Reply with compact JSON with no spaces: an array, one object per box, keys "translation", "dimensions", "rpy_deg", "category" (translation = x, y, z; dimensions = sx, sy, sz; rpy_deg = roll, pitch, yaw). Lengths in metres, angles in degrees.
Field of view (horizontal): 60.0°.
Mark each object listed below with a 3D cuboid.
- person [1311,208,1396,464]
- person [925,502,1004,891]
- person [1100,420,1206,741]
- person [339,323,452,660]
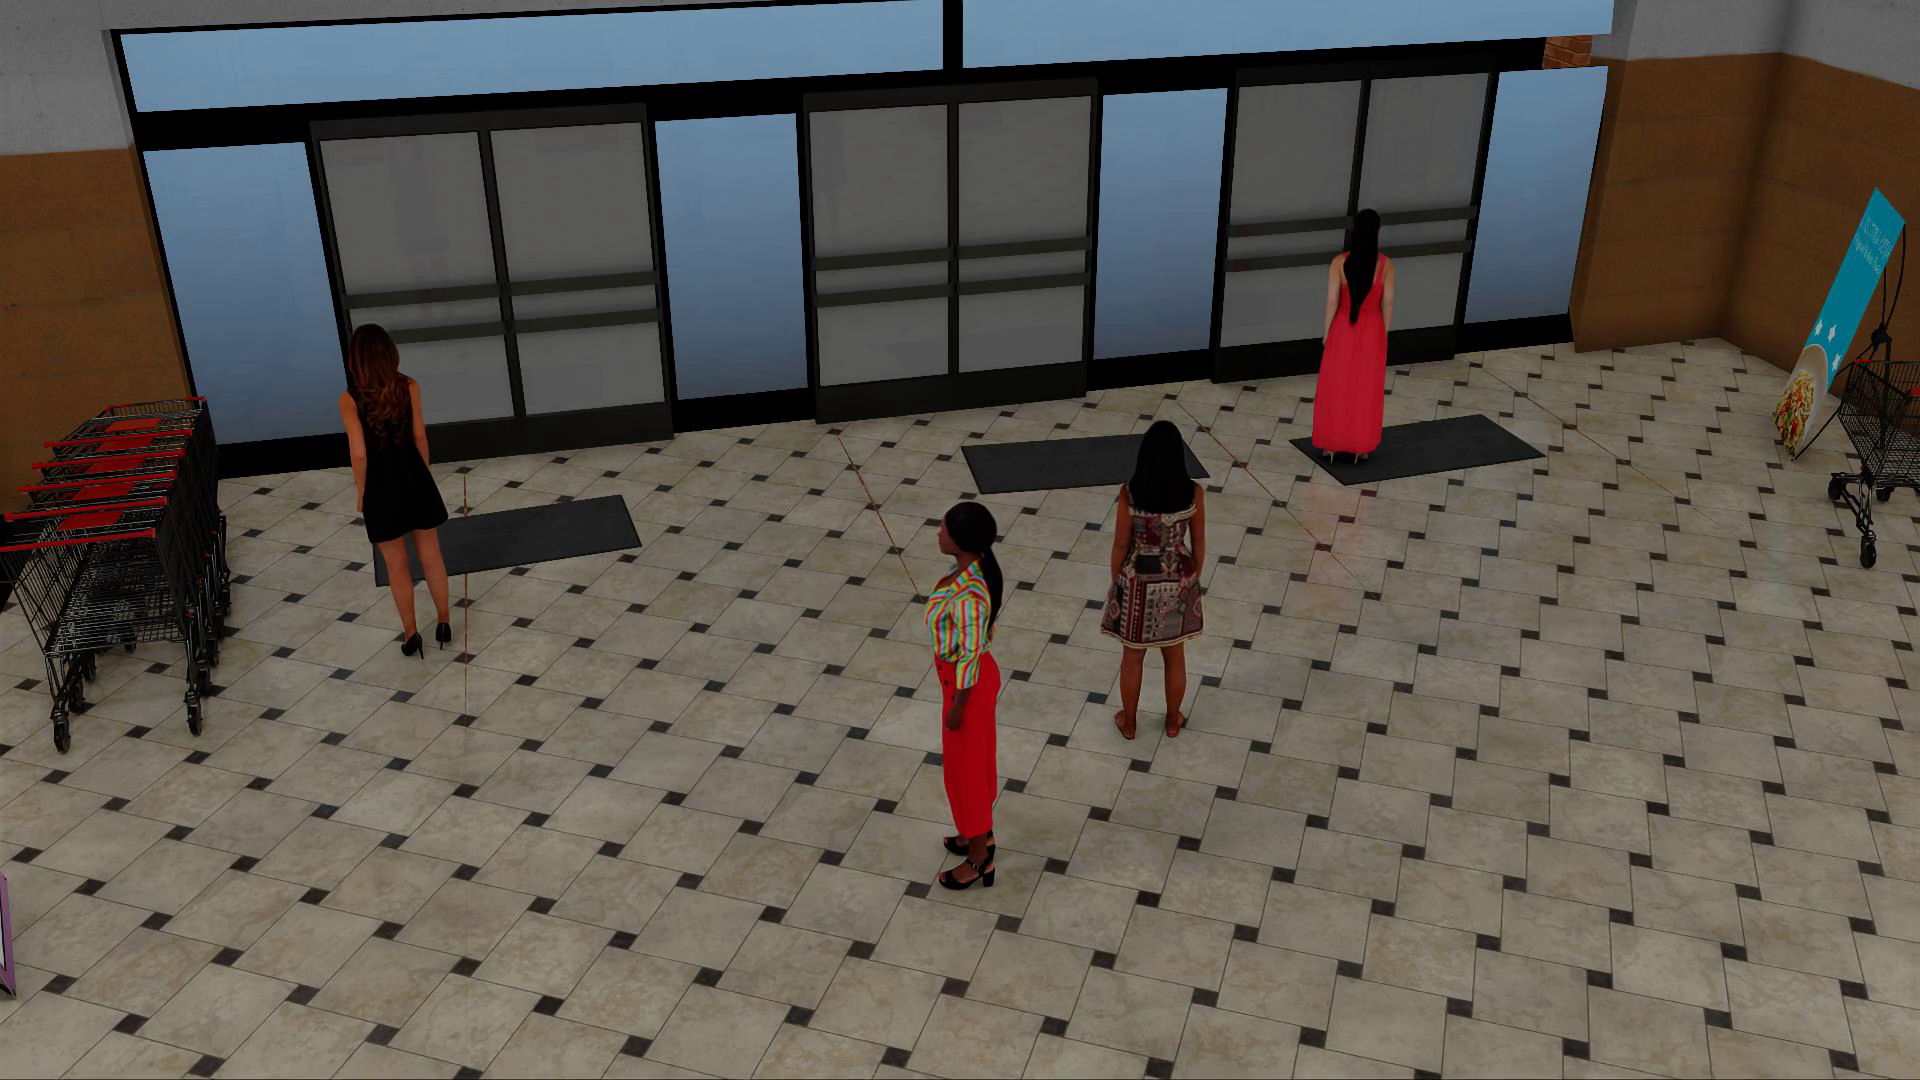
[{"translation":[2.566,-1.306,10.774],"dimensions":[0.706,1.726,0.715],"rpy_deg":[5,27,10],"category":"person"},{"translation":[0.037,0.649,6.845],"dimensions":[0.733,1.792,0.598],"rpy_deg":[4,27,7],"category":"person"},{"translation":[0.924,0.201,7.893],"dimensions":[0.693,1.645,0.600],"rpy_deg":[-1,27,-3],"category":"person"},{"translation":[-2.884,-0.230,8.533],"dimensions":[0.657,1.834,0.646],"rpy_deg":[-19,32,-33],"category":"person"}]
